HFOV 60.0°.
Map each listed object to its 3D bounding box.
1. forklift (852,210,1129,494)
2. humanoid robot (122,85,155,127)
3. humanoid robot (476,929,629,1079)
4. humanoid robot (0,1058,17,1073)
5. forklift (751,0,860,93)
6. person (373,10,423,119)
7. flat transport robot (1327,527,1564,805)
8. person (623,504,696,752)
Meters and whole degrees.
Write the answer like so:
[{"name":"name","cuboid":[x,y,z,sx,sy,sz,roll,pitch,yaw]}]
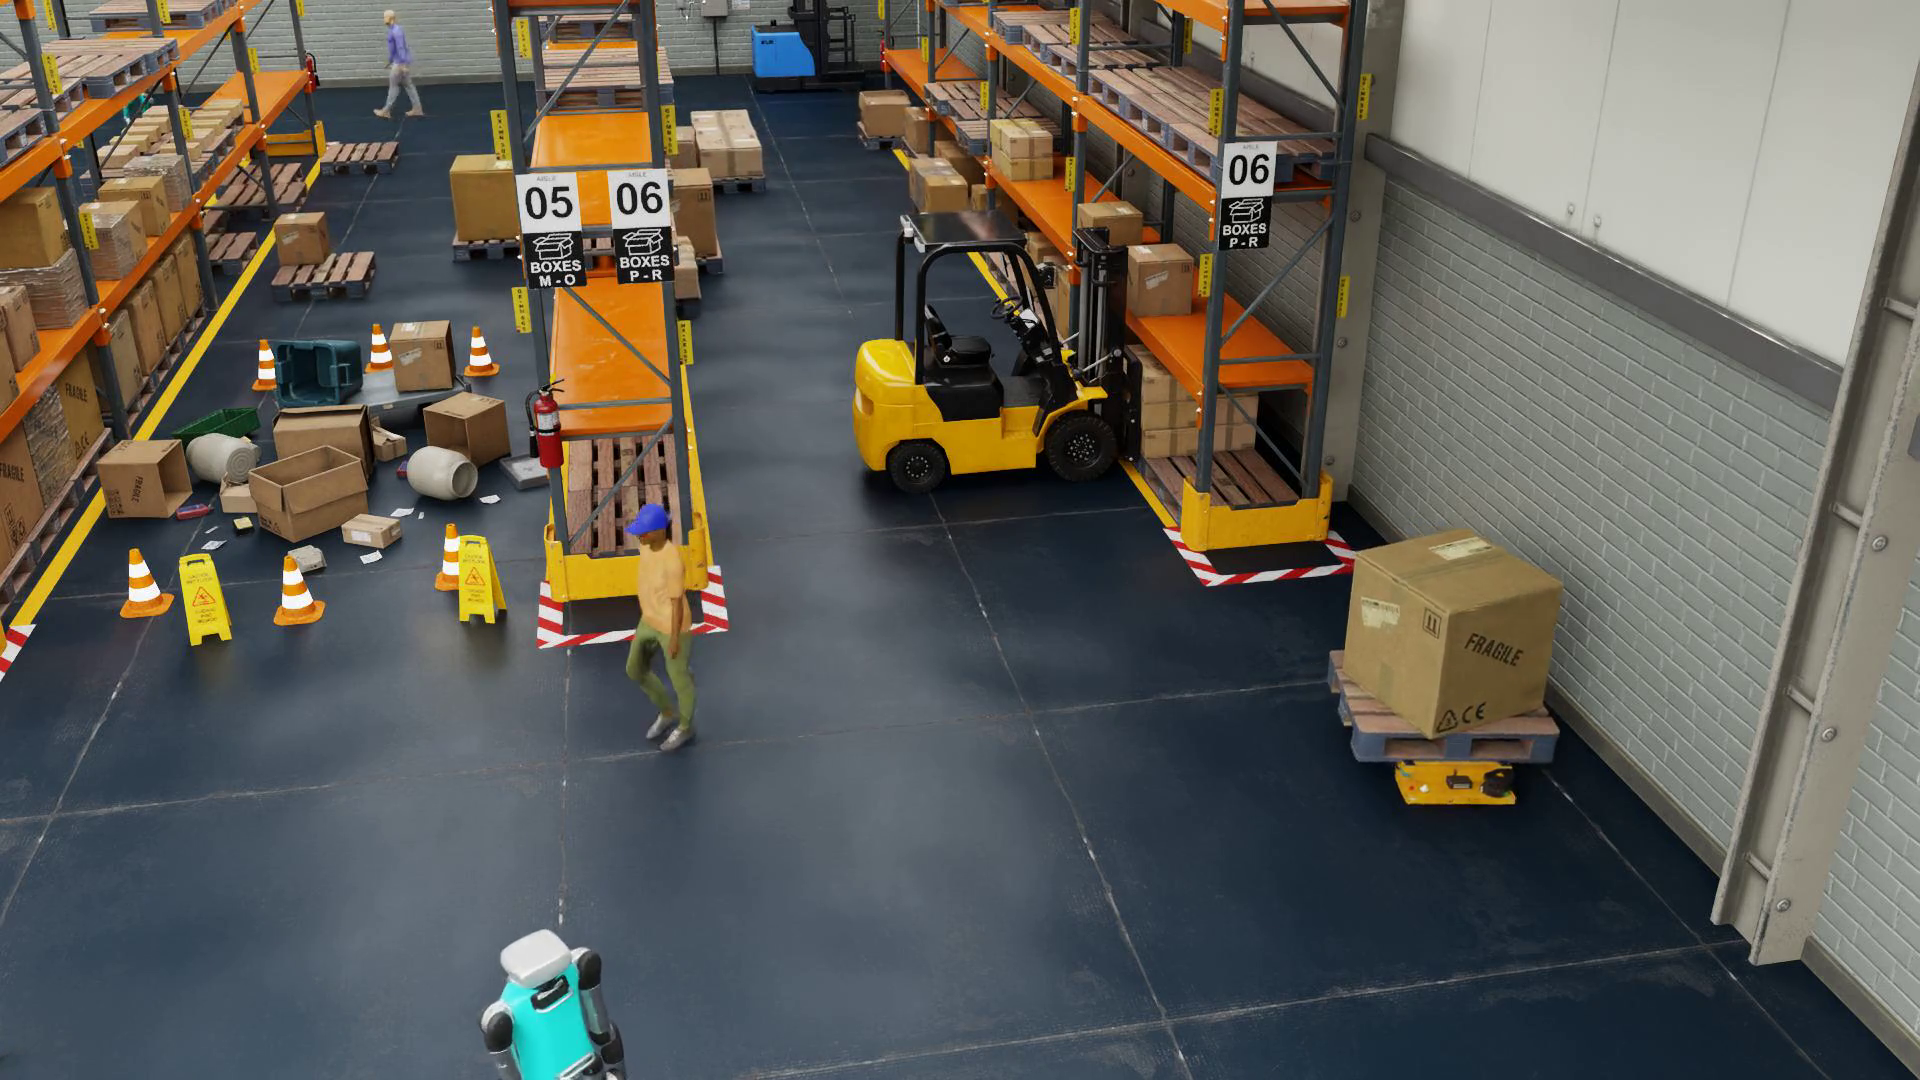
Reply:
[{"name":"forklift","cuboid":[0.216,-1.659,14.366,2.313,2.155,1.214,-5,26,-10]},{"name":"humanoid robot","cuboid":[-12.865,-6.889,25.911,0.551,1.902,0.704,-23,34,-39]},{"name":"humanoid robot","cuboid":[-1.405,2.362,6.511,0.971,1.737,0.568,20,32,36]},{"name":"humanoid robot","cuboid":[-4.706,1.896,7.561,0.320,1.645,0.589,-3,26,-5]},{"name":"forklift","cuboid":[-2.872,-9.679,30.288,1.873,2.768,1.129,-5,26,-10]},{"name":"person","cuboid":[-9.623,-8.049,28.171,0.858,1.757,0.608,-10,27,-19]},{"name":"flat transport robot","cuboid":[3.018,1.217,10.595,0.659,0.231,1.431,0,26,1]},{"name":"person","cuboid":[-1.869,0.552,10.311,0.415,1.700,0.486,-22,34,-39]}]
